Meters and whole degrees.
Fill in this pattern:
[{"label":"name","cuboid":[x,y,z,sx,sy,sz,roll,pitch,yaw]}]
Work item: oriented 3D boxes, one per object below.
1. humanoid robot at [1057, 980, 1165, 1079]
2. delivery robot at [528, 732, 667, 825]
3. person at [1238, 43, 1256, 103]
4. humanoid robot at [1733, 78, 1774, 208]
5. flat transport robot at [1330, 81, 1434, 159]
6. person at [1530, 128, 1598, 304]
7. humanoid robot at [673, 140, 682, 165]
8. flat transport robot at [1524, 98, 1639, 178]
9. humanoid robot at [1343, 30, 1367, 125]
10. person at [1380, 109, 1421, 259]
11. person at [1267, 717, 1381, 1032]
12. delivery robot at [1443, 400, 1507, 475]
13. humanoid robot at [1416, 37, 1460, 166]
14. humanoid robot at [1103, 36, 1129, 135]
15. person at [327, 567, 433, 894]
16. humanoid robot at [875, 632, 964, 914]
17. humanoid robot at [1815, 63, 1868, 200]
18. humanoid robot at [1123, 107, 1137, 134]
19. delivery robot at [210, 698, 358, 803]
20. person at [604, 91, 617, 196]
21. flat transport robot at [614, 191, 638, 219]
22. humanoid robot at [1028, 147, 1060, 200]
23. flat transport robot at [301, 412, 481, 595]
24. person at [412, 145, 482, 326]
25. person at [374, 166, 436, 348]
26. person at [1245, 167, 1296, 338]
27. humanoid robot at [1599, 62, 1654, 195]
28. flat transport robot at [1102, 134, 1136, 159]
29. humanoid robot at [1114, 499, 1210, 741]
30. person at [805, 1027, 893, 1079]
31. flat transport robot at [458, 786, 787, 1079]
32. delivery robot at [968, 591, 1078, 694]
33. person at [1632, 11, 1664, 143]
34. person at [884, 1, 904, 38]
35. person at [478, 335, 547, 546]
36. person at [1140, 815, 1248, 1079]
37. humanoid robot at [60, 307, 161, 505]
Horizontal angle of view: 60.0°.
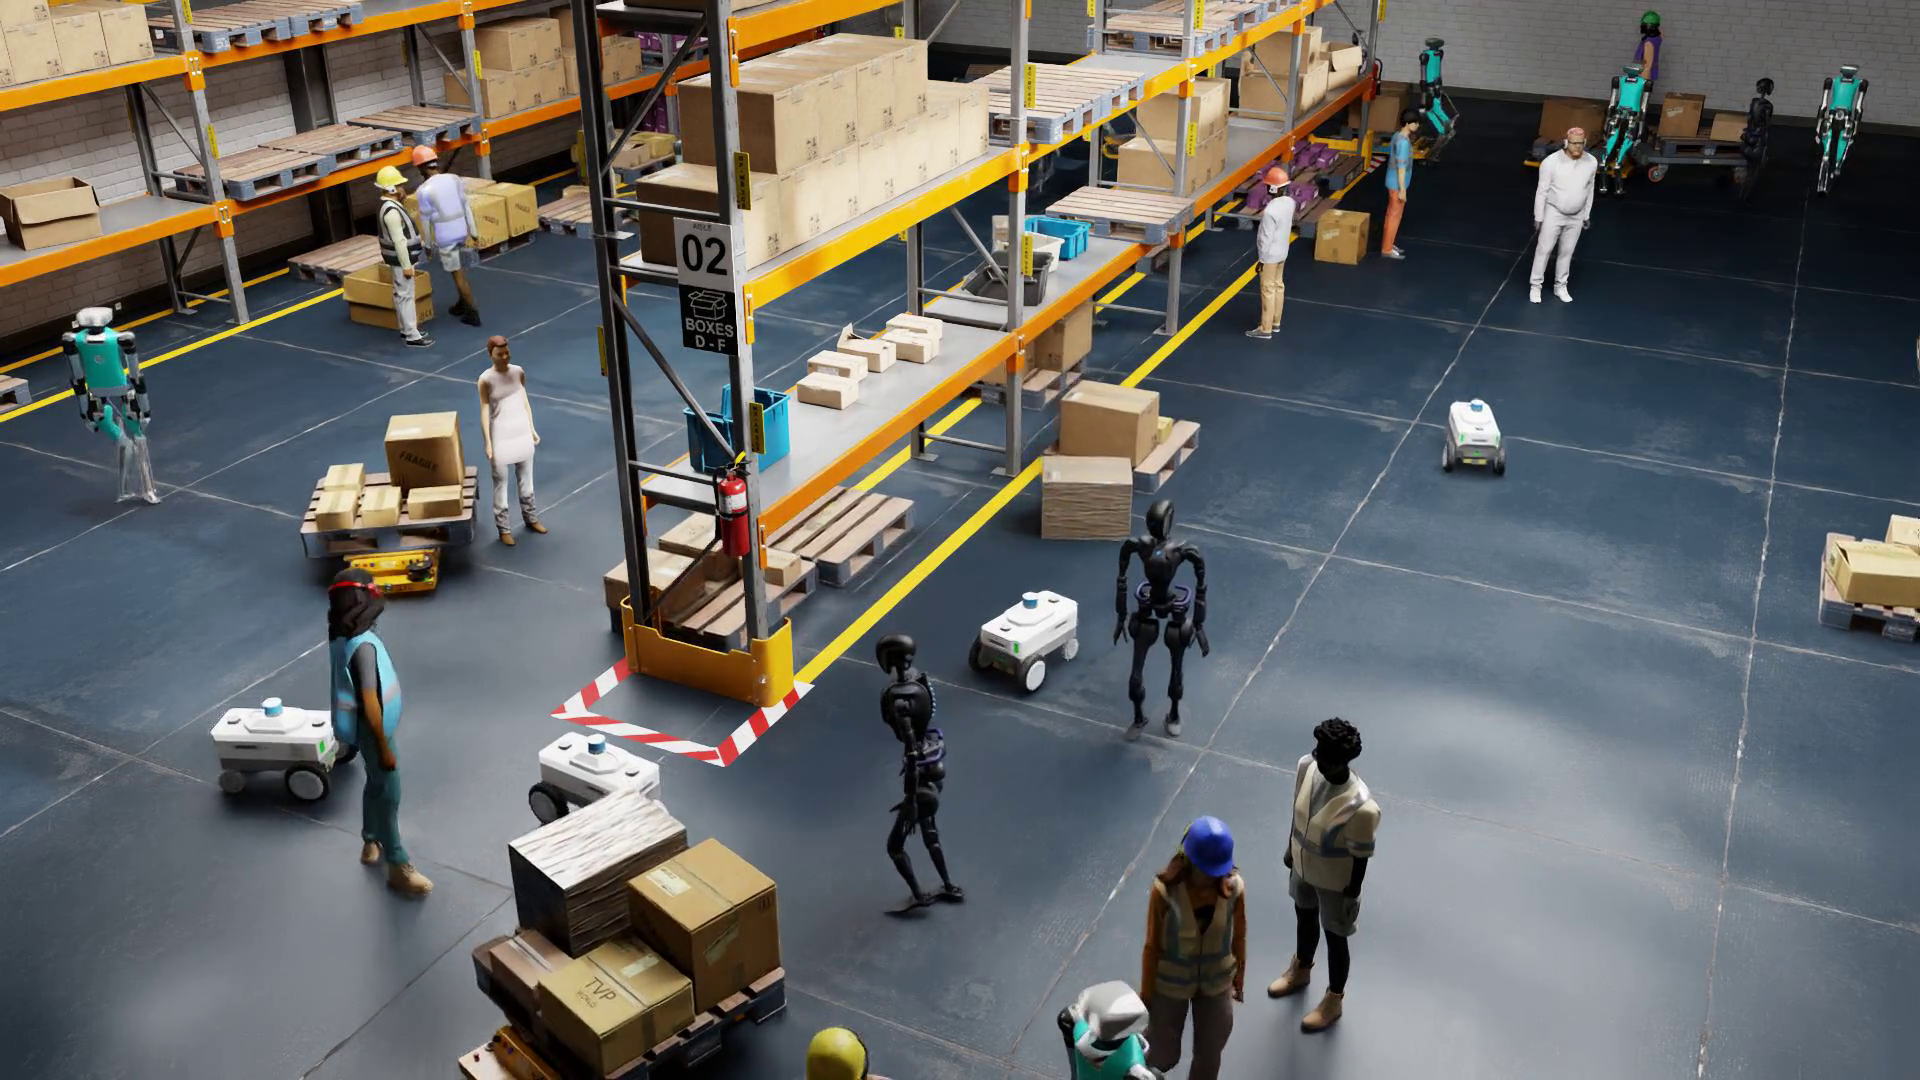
[{"label":"humanoid robot","cuboid":[0.773,2.369,6.372,0.785,1.799,0.554,-16,30,-29]},{"label":"delivery robot","cuboid":[-2.081,1.395,9.624,0.774,0.583,0.499,15,30,28]},{"label":"person","cuboid":[4.284,-6.432,23.981,0.558,1.868,0.391,2,26,4]},{"label":"humanoid robot","cuboid":[10.331,-5.143,21.568,0.355,1.647,0.601,0,26,-1]},{"label":"flat transport robot","cuboid":[6.230,-5.849,24.594,1.431,0.231,0.659,12,29,22]},{"label":"person","cuboid":[6.543,-3.510,18.024,0.653,1.906,0.410,-3,26,-5]},{"label":"humanoid robot","cuboid":[-2.969,-3.736,18.690,0.540,1.765,0.912,4,27,7]},{"label":"flat transport robot","cuboid":[8.844,-5.382,23.650,1.431,0.231,0.659,17,31,30]},{"label":"humanoid robot","cuboid":[5.971,-6.820,24.975,0.601,1.640,0.407,13,29,25]},{"label":"person","cuboid":[5.167,-4.185,19.554,0.331,1.757,0.507,3,27,7]},{"label":"person","cuboid":[1.751,1.582,7.983,0.318,1.693,0.530,-14,30,-26]},{"label":"delivery robot","cuboid":[4.407,-0.898,14.280,0.499,0.603,0.803,4,27,7]},{"label":"humanoid robot","cuboid":[6.835,-6.195,23.636,0.718,1.780,0.533,22,34,37]},{"label":"humanoid robot","cuboid":[2.237,-6.639,24.480,0.676,1.757,0.546,-2,26,-4]},{"label":"person","cuboid":[-3.165,1.030,8.929,0.375,1.847,0.678,-12,29,-23]},{"label":"humanoid robot","cuboid":[-0.211,1.224,8.728,0.445,1.630,0.611,1,26,2]},{"label":"humanoid robot","cuboid":[11.538,-5.297,21.897,0.544,1.772,1.020,11,28,21]},{"label":"humanoid robot","cuboid":[2.679,-7.042,25.413,0.340,1.657,0.600,4,27,8]},{"label":"delivery robot","cuboid":[-4.044,1.236,9.980,0.796,0.613,0.499,1,26,3]},{"label":"person","cuboid":[-4.592,-5.059,21.221,0.390,1.846,0.565,4,27,8]},{"label":"flat transport robot","cuboid":[-3.950,-4.274,21.411,0.659,0.231,1.431,-19,32,-33]},{"label":"humanoid robot","cuboid":[1.033,-5.274,21.854,0.485,1.646,0.587,-23,35,-39]},{"label":"flat transport robot","cuboid":[-4.313,0.013,12.752,0.659,0.231,1.431,-5,27,-10]},{"label":"person","cuboid":[-5.373,-3.164,17.351,0.717,1.882,0.596,14,30,26]},{"label":"person","cuboid":[-5.620,-2.854,16.777,0.403,1.837,0.585,-13,29,-24]},{"label":"person","cuboid":[3.190,-2.946,17.054,0.324,1.751,0.561,16,31,30]},{"label":"humanoid robot","cuboid":[8.633,-5.353,21.786,0.533,1.677,0.735,19,32,33]},{"label":"flat transport robot","cuboid":[2.765,-5.817,24.528,1.431,0.231,0.659,-7,27,-14]},{"label":"humanoid robot","cuboid":[1.250,0.484,10.223,0.609,1.643,0.437,8,28,16]},{"label":"person","cuboid":[-0.397,2.492,6.084,0.565,1.729,0.764,2,26,4]},{"label":"flat transport robot","cuboid":[-1.634,2.326,8.081,1.431,0.231,0.659,-24,35,-39]},{"label":"delivery robot","cuboid":[0.452,0.653,11.158,0.499,0.614,0.808,21,33,36]},{"label":"person","cuboid":[10.207,-6.899,24.848,0.425,1.927,0.542,10,28,19]},{"label":"person","cuboid":[-1.148,-9.478,30.223,0.639,1.792,0.432,3,27,7]},{"label":"person","cuboid":[-3.455,-0.778,12.777,0.275,1.659,0.458,23,34,38]},{"label":"person","cuboid":[1.003,1.903,7.242,0.495,1.754,0.558,-4,27,-8]},{"label":"humanoid robot","cuboid":[-6.713,-1.073,13.304,0.575,1.787,0.808,-5,27,-11]}]
